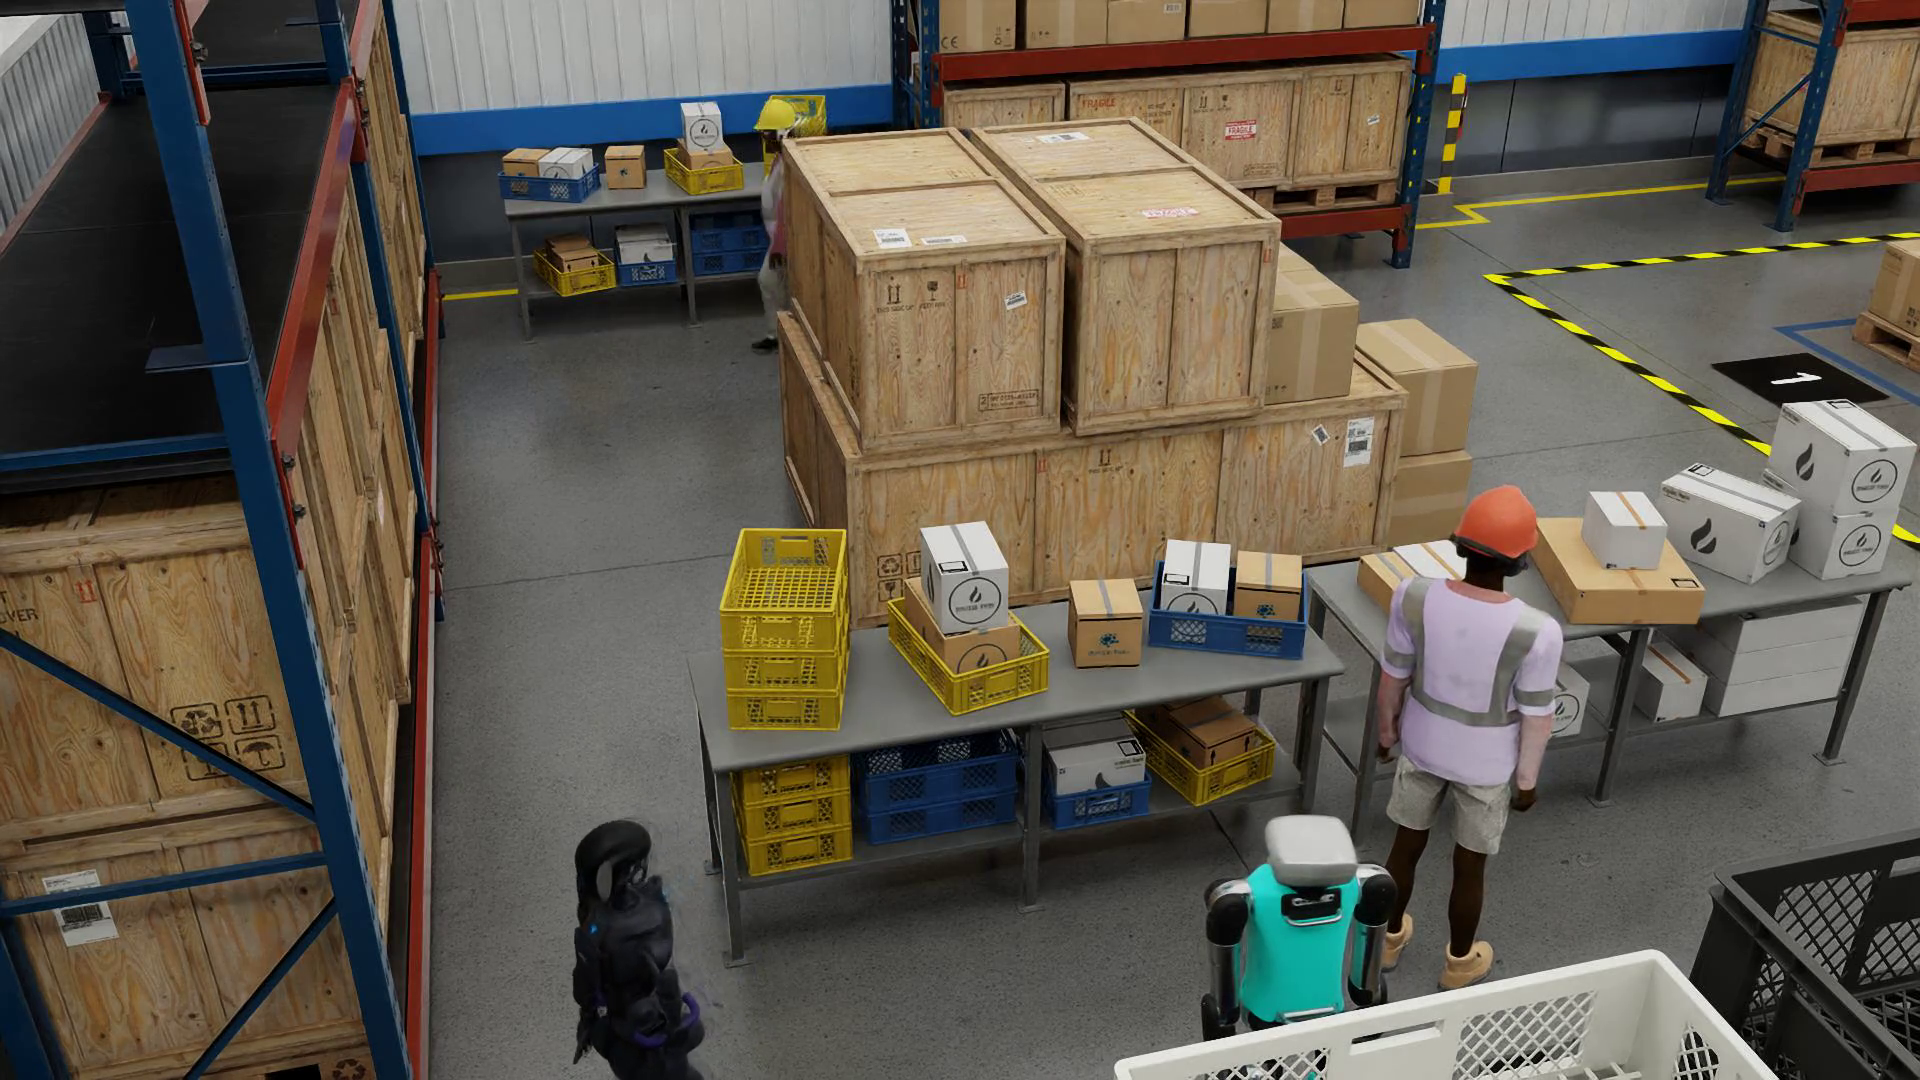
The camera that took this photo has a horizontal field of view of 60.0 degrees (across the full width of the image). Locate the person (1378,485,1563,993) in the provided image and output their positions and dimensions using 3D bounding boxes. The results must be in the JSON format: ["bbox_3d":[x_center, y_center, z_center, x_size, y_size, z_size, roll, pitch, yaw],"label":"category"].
[{"bbox_3d":[1.781,0.737,5.940,0.604,2.045,0.382,19,34,31],"label":"person"}]

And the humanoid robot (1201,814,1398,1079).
[{"bbox_3d":[0.970,1.607,4.575,0.535,1.692,0.741,-5,29,-9],"label":"humanoid robot"}]

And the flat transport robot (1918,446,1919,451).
[{"bbox_3d":[6.692,-0.569,10.121,1.431,0.197,0.652,-7,30,-13],"label":"flat transport robot"}]

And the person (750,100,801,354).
[{"bbox_3d":[-1.216,-2.059,11.251,0.678,1.804,0.613,-7,30,-13],"label":"person"}]

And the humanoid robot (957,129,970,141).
[{"bbox_3d":[0.087,-1.960,11.270,0.760,1.641,0.614,-8,30,-13],"label":"humanoid robot"}]

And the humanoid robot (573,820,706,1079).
[{"bbox_3d":[-0.912,1.490,4.994,0.740,1.641,0.587,-24,37,-36],"label":"humanoid robot"}]
